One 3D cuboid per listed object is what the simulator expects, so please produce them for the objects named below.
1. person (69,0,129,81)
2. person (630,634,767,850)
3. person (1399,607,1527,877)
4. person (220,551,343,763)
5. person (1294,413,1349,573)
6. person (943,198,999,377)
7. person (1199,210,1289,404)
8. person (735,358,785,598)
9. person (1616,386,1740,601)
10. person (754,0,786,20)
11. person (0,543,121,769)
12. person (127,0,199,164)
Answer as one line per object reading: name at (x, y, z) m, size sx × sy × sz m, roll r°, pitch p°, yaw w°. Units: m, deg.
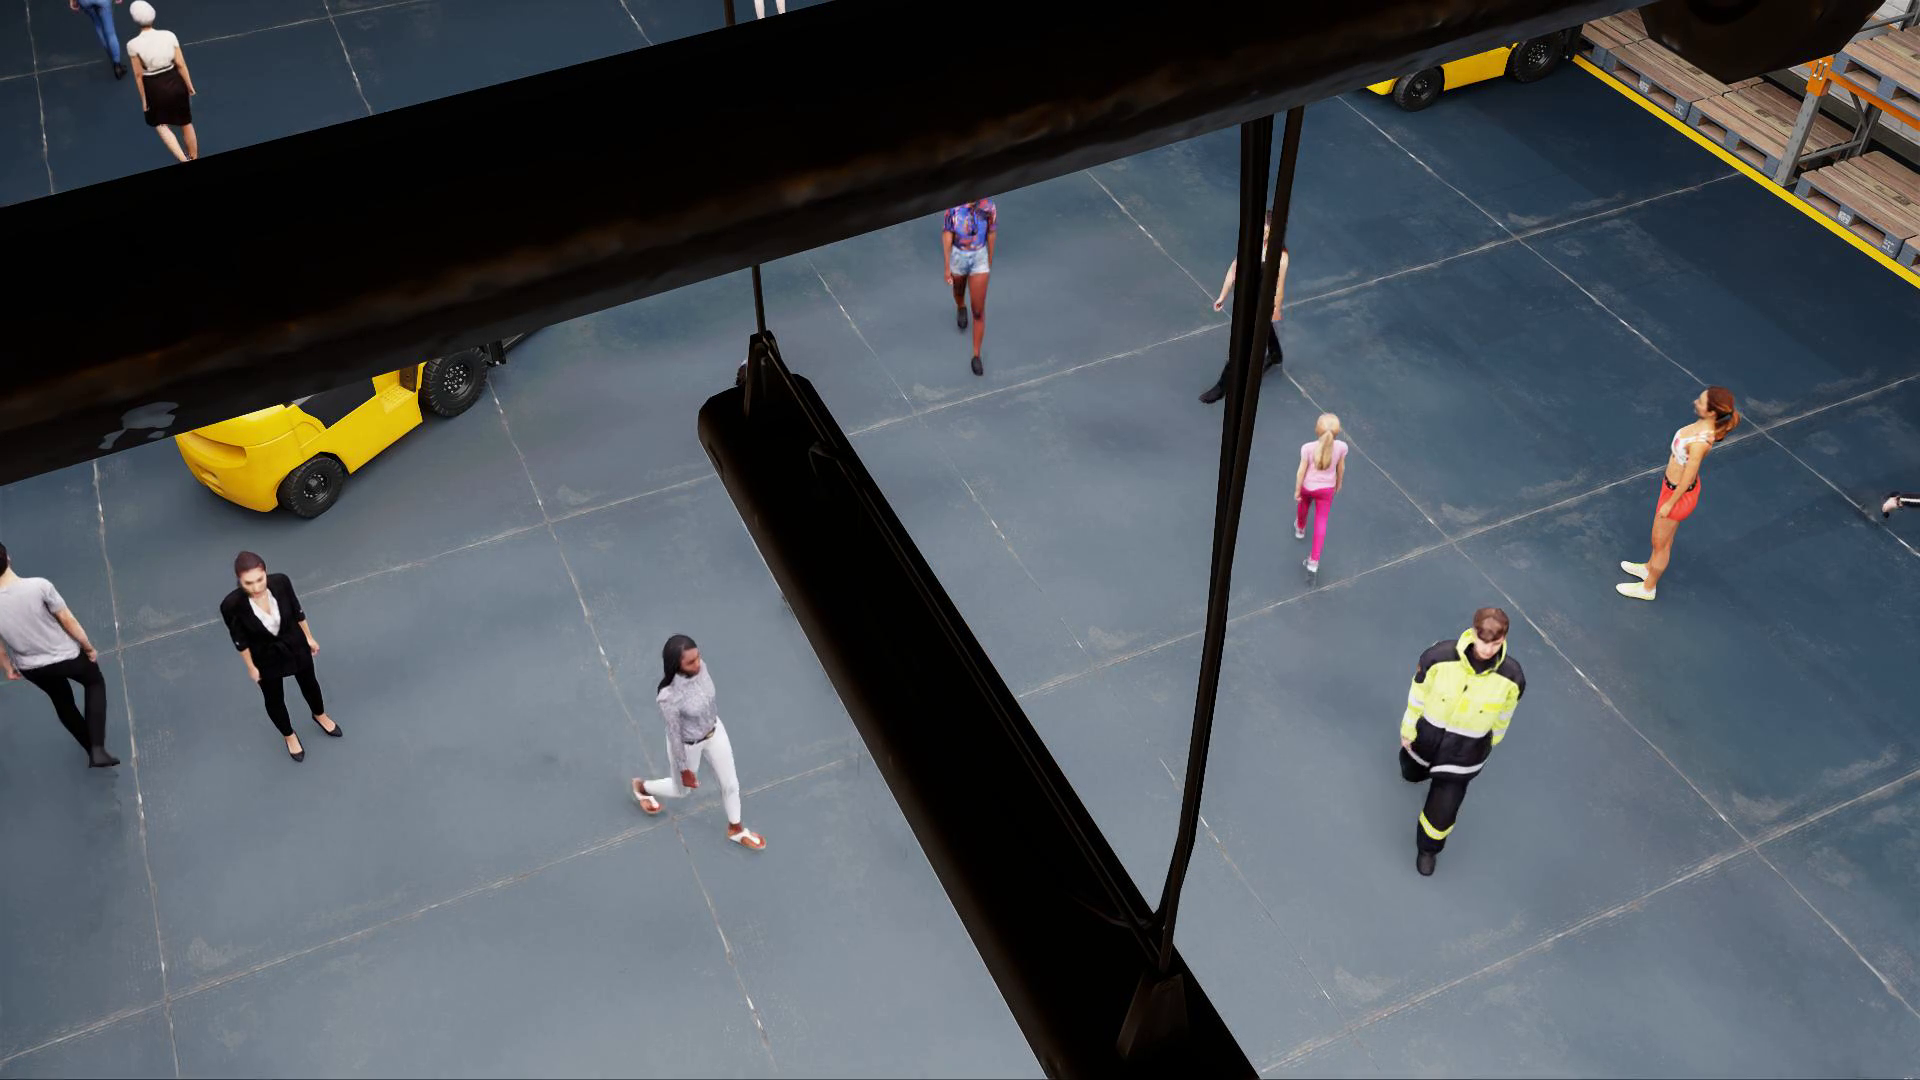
person at (-8.724, -5.400, 16.707) m, size 0.739 × 1.612 × 0.805 m, roll -5°, pitch 44°, yaw -5°
person at (-1.622, 1.176, 9.745) m, size 1.183 × 1.695 × 0.981 m, roll 24°, pitch 49°, yaw 23°
person at (2.861, 1.038, 9.700) m, size 1.192 × 1.956 × 1.262 m, roll 12°, pitch 45°, yaw 13°
person at (-4.213, 0.689, 10.281) m, size 0.668 × 1.662 × 0.659 m, roll -34°, pitch 53°, yaw -31°
person at (2.523, -0.339, 11.657) m, size 0.789 × 1.251 × 0.959 m, roll 5°, pitch 44°, yaw 5°
person at (0.051, -2.264, 13.351) m, size 0.928 × 1.702 × 1.234 m, roll -1°, pitch 44°, yaw -1°
person at (2.370, -1.880, 12.991) m, size 0.799 × 1.641 × 1.142 m, roll -26°, pitch 49°, yaw -25°
person at (-1.308, -0.401, 11.337) m, size 0.748 × 1.781 × 1.199 m, roll -13°, pitch 45°, yaw -14°
person at (4.859, -0.319, 11.243) m, size 0.731 × 1.792 × 0.681 m, roll 19°, pitch 47°, yaw 19°
person at (-2.041, -6.050, 17.235) m, size 0.599 × 1.826 × 0.500 m, roll -17°, pitch 46°, yaw -17°
person at (-5.514, 0.769, 10.059) m, size 0.759 × 1.850 × 0.874 m, roll -11°, pitch 45°, yaw -12°
person at (-7.221, -4.045, 15.189) m, size 0.762 × 1.744 × 0.800 m, roll -31°, pitch 51°, yaw -28°
